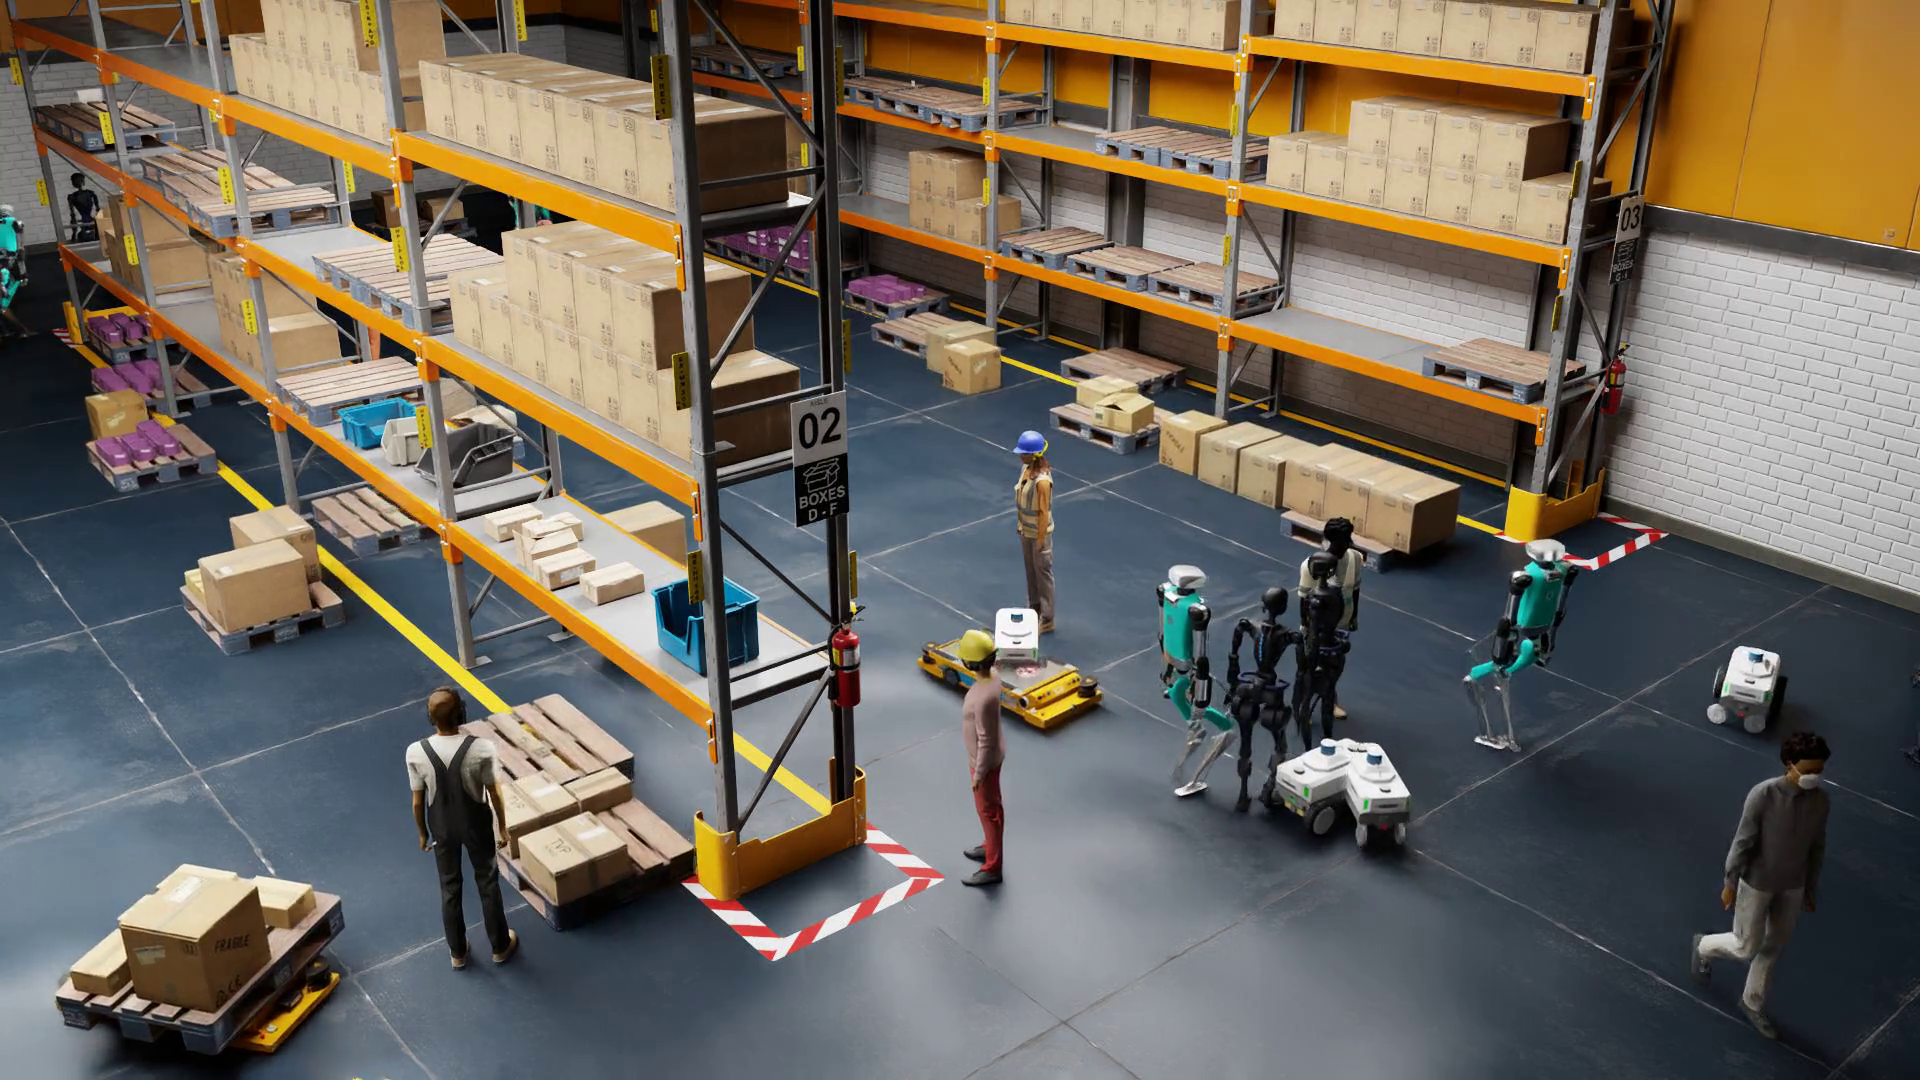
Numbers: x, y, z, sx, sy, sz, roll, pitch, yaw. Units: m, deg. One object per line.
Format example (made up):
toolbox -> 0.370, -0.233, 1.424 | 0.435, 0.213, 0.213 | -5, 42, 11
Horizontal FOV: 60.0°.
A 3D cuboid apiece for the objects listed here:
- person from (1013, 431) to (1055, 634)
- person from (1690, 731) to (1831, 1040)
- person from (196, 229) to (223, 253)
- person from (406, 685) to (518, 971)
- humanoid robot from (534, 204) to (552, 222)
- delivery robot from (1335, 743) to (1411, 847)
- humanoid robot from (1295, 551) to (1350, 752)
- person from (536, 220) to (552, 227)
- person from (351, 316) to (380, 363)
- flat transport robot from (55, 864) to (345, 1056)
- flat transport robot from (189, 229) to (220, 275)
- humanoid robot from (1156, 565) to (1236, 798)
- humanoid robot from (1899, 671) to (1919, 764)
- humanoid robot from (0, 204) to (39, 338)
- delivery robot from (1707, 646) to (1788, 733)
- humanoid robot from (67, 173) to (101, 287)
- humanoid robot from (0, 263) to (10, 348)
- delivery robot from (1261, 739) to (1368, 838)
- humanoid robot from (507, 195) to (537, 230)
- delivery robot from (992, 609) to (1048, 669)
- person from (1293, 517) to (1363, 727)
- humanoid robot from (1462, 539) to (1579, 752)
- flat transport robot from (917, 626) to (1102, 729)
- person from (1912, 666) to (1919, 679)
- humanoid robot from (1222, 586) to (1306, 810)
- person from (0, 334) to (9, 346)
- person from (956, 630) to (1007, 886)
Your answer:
person -> 0.604, -0.078, 13.934 | 0.344, 1.769, 0.460 | -8, 25, -18
person -> 4.498, 1.866, 9.297 | 0.527, 1.882, 0.550 | -3, 24, -7
person -> -10.986, -4.571, 24.379 | 0.472, 1.729, 0.608 | 15, 28, 31
person -> -2.913, 1.690, 9.743 | 0.517, 1.842, 0.331 | -3, 24, -8
humanoid robot -> -6.711, -5.476, 26.500 | 0.541, 1.795, 0.805 | 10, 25, 23
delivery robot -> 2.801, 1.700, 11.368 | 0.499, 0.612, 0.813 | -2, 23, -4
humanoid robot -> 2.600, 0.846, 11.907 | 0.322, 1.643, 0.607 | 11, 26, 24
person -> -5.058, -3.012, 20.563 | 0.406, 1.904, 0.637 | 8, 25, 18
person -> -7.167, -2.726, 20.079 | 0.499, 1.759, 0.332 | 14, 27, 30
flat transport robot -> -4.423, 2.587, 9.654 | 1.431, 0.231, 0.659 | 6, 24, 14
flat transport robot -> -11.030, -3.479, 23.700 | 1.431, 0.231, 0.659 | -17, 28, -33
humanoid robot -> 1.690, 1.015, 11.514 | 0.662, 1.856, 0.542 | -11, 26, -23
humanoid robot -> 7.094, 0.907, 11.777 | 0.601, 1.639, 0.593 | 1, 23, 1
humanoid robot -> -12.577, -3.479, 21.815 | 0.544, 1.757, 0.707 | 8, 25, 19
delivery robot -> 6.047, 1.109, 12.739 | 0.508, 0.614, 0.785 | 13, 26, 27
humanoid robot -> -12.823, -4.556, 24.430 | 0.499, 1.645, 0.602 | 7, 24, 15
humanoid robot -> -12.632, -3.286, 21.465 | 0.616, 1.651, 0.311 | -5, 24, -12
delivery robot -> 2.496, 1.656, 11.444 | 0.774, 0.592, 0.499 | -15, 27, -31
humanoid robot -> -6.863, -5.365, 26.294 | 0.562, 1.829, 0.774 | -9, 25, -19
delivery robot -> 0.452, 0.857, 13.317 | 0.499, 0.610, 0.804 | 1, 23, 2
person -> 2.754, 0.599, 12.465 | 0.534, 1.692, 0.320 | -9, 25, -20
humanoid robot -> 3.993, 0.730, 12.070 | 0.530, 1.752, 0.735 | -9, 25, -19
flat transport robot -> 0.379, 1.064, 13.180 | 0.659, 0.231, 1.431 | -21, 31, -39
person -> 7.817, 0.264, 12.953 | 0.547, 1.924, 0.387 | 13, 26, 27
humanoid robot -> 2.056, 1.087, 11.354 | 0.588, 1.650, 0.360 | 14, 27, 29
person -> -12.654, -3.307, 21.312 | 0.548, 1.834, 0.742 | 8, 25, 17
person -> 0.130, 1.376, 10.572 | 0.328, 1.763, 0.526 | 2, 23, 5
